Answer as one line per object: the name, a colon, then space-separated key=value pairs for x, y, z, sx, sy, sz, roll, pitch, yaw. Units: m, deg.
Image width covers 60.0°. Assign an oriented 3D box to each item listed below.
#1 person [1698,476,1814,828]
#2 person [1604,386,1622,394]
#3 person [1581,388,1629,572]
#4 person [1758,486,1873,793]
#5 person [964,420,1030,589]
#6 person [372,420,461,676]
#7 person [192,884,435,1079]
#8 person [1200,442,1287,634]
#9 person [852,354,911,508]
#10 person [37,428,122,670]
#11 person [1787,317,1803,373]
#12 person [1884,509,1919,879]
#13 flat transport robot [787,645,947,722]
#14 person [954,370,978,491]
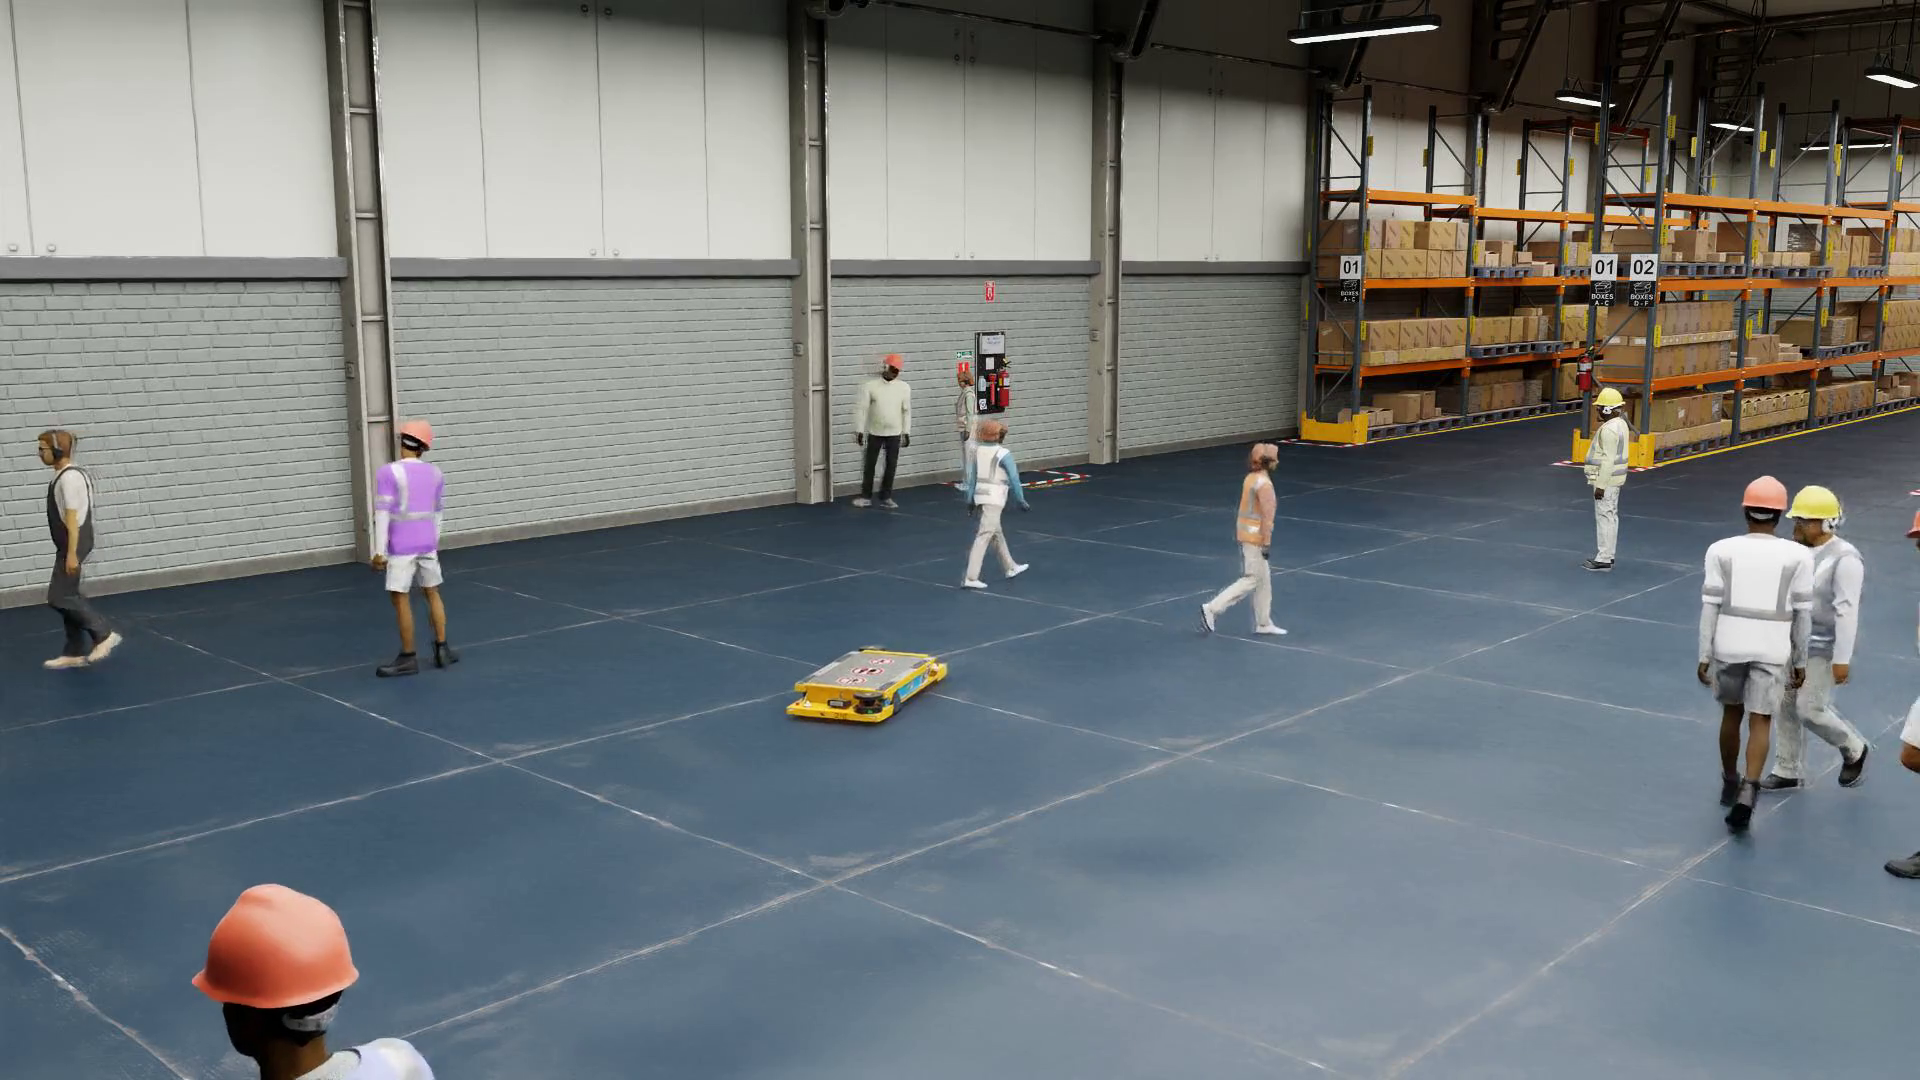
person: x=4.320 y=0.611 z=9.085 sx=0.554 sy=1.905 sz=0.859 roll=5 pitch=11 yaw=30
person: x=13.220 y=-3.358 z=33.525 sx=0.981 sy=1.819 sz=0.542 roll=-8 pitch=12 yaw=-41
person: x=6.460 y=-0.602 z=16.655 sx=0.404 sy=1.831 sz=0.600 roll=6 pitch=11 yaw=31
person: x=4.905 y=0.583 z=9.486 sx=0.555 sy=1.811 sz=0.613 roll=-1 pitch=9 yaw=-8
person: x=0.351 y=-0.345 z=15.829 sx=0.884 sy=1.586 sz=0.520 roll=-7 pitch=11 yaw=-35
person: x=-4.096 y=0.061 z=12.471 sx=0.387 sy=1.887 sz=0.667 roll=6 pitch=11 yaw=31
person: x=-1.202 y=1.572 z=3.099 sx=0.367 sy=1.937 sz=0.549 roll=4 pitch=10 yaw=22
person: x=2.343 y=0.003 z=13.626 sx=0.682 sy=1.614 sz=0.527 roll=0 pitch=9 yaw=-2
person: x=-0.979 y=-1.363 z=20.958 sx=0.731 sy=1.957 sz=0.375 roll=-1 pitch=9 yaw=-7
person: x=-6.698 y=0.075 z=12.515 sx=0.431 sy=1.835 sz=0.547 roll=-6 pitch=11 yaw=-31
person: x=17.172 y=-3.565 z=34.164 sx=0.623 sy=2.020 sz=0.467 roll=7 pitch=12 yaw=38
person: x=4.946 y=0.745 z=8.224 sx=0.543 sy=1.908 sz=0.571 roll=1 pitch=9 yaw=5
flat transport robot: x=-0.630 y=0.993 z=11.680 sx=0.652 sy=0.197 sz=1.431 roll=3 pitch=10 yaw=18
person: x=0.091 y=-1.491 z=22.666 sx=0.308 sy=1.639 sz=0.510 roll=-1 pitch=9 yaw=-8
